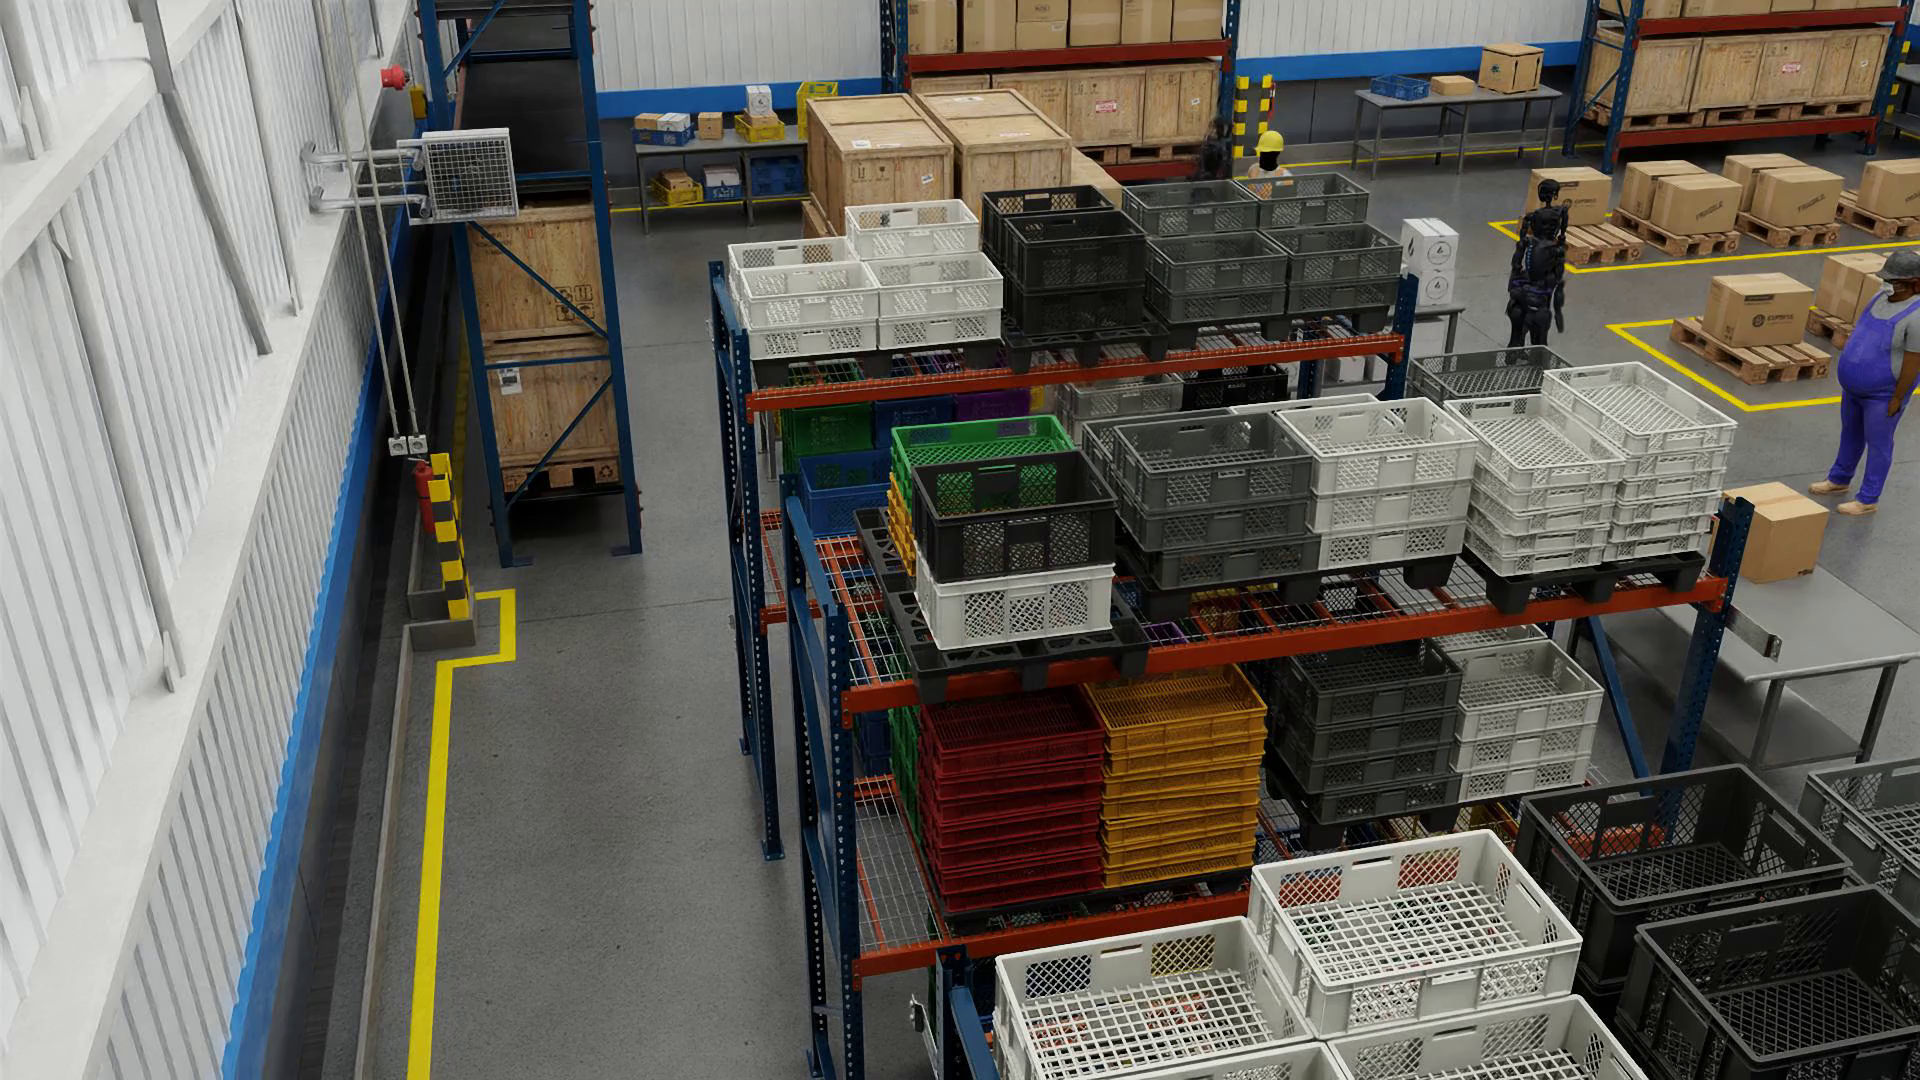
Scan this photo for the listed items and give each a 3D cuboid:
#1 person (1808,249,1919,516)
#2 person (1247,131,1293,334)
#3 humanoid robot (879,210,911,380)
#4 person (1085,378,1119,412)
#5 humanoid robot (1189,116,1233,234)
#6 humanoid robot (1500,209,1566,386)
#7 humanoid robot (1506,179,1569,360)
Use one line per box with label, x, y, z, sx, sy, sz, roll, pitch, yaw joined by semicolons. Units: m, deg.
person;6.812;-1.194;12.414;0.536;2.000;0.677;-3;28;-6
person;2.887;-2.934;15.831;0.355;1.930;0.589;-19;33;-31
humanoid robot;-0.556;-2.072;14.472;0.410;1.648;0.634;-12;30;-22
person;0.781;-0.211;10.760;0.700;1.835;0.597;-6;28;-10
humanoid robot;2.575;-3.665;17.542;0.757;1.628;0.555;18;33;31
humanoid robot;4.983;-2.046;14.420;0.340;1.656;0.587;-13;30;-23
humanoid robot;5.317;-2.493;15.265;0.584;1.649;0.340;-11;30;-19
